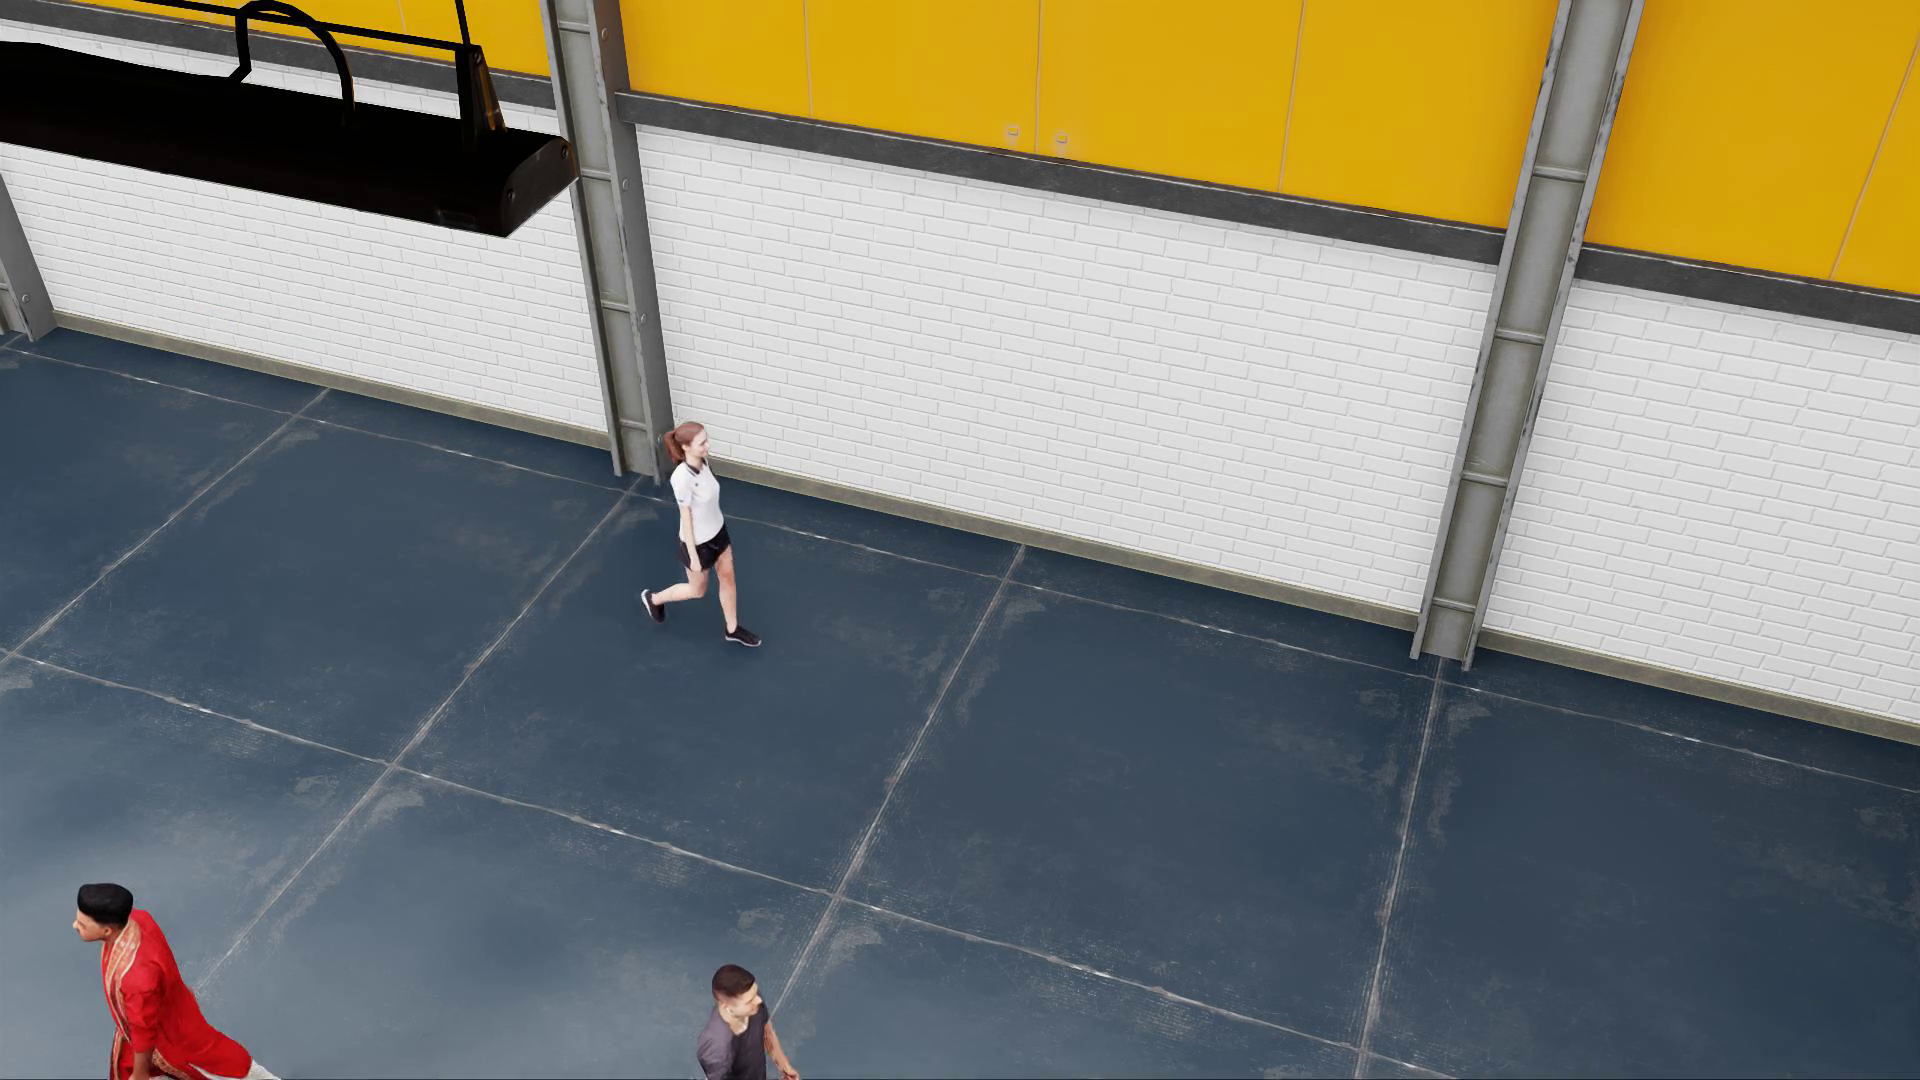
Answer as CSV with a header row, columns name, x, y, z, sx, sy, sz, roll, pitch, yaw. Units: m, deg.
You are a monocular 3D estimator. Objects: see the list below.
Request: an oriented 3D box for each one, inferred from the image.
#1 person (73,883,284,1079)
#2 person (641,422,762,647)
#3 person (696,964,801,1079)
name,x,y,z,sx,sy,sz,roll,pitch,yaw
person,-3.602,2.238,7.802,1.207,1.831,1.233,-22,44,-25
person,-1.732,-0.011,10.697,1.012,1.731,0.557,12,40,15
person,-1.073,2.504,7.536,0.699,1.747,0.688,6,39,8
